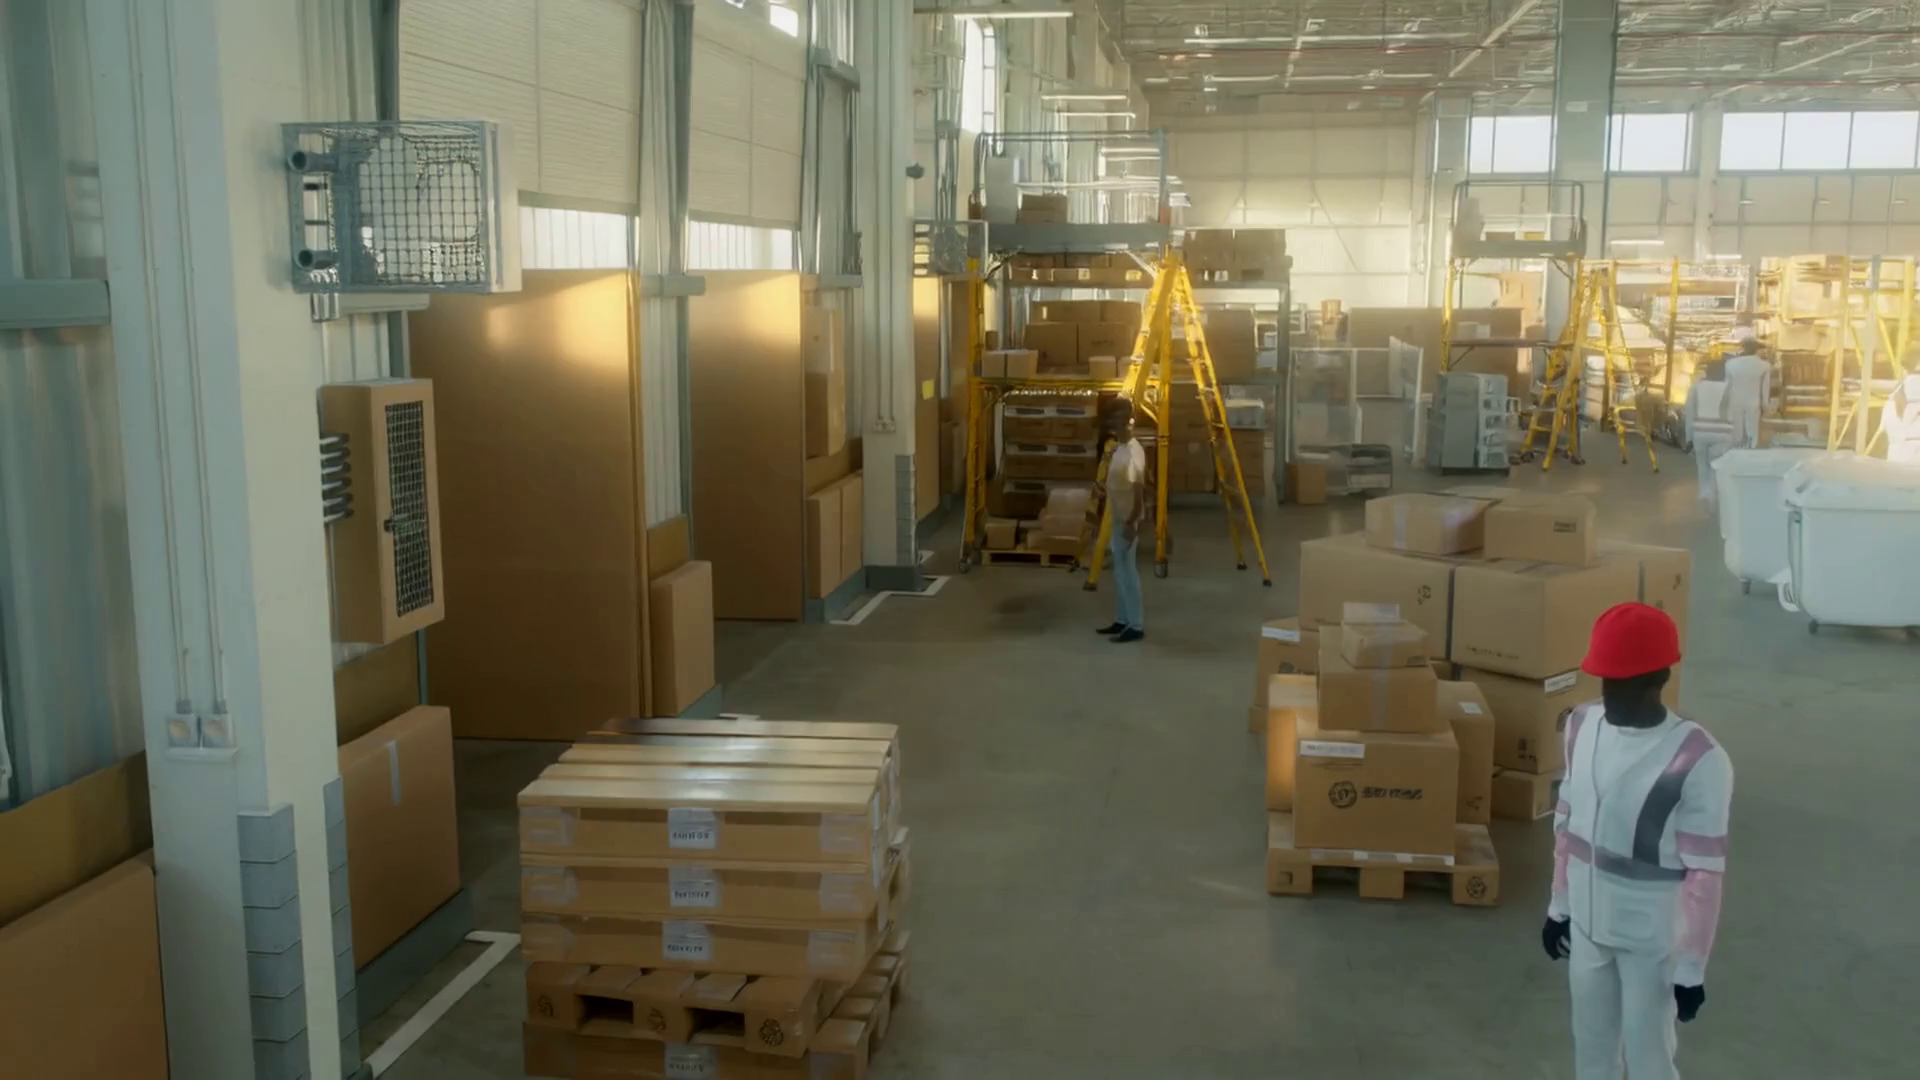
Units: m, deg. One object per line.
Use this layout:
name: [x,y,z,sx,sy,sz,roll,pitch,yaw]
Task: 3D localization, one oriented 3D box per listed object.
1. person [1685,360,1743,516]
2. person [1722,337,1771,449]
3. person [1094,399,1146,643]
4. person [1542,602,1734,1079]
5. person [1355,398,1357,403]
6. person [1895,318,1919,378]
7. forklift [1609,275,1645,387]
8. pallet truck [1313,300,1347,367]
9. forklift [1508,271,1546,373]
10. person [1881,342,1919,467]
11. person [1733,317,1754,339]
person: [8.654,-1.161,19.165,0.710,1.825,0.634,-8,12,-40]
person: [10.873,-1.845,23.078,0.629,1.932,0.366,3,10,20]
person: [1.247,-0.148,12.771,0.319,1.876,0.532,-2,9,-11]
person: [1.930,1.118,4.844,0.394,1.918,0.588,-4,10,-22]
person: [8.966,-3.881,35.782,1.005,1.893,0.549,-3,10,-20]
person: [19.508,-3.622,34.159,0.605,1.885,0.623,-7,12,-39]
forklift: [15.500,-4.939,39.229,1.873,2.768,1.129,6,11,33]
pallet truck: [11.159,-6.200,49.718,0.823,1.965,1.885,4,10,26]
forklift: [15.391,-5.969,45.581,1.873,2.768,1.129,-3,10,-17]
person: [11.043,-1.307,19.408,0.537,2.000,0.679,8,12,42]
person: [19.936,-4.829,42.291,0.317,1.667,0.635,-5,11,-29]
